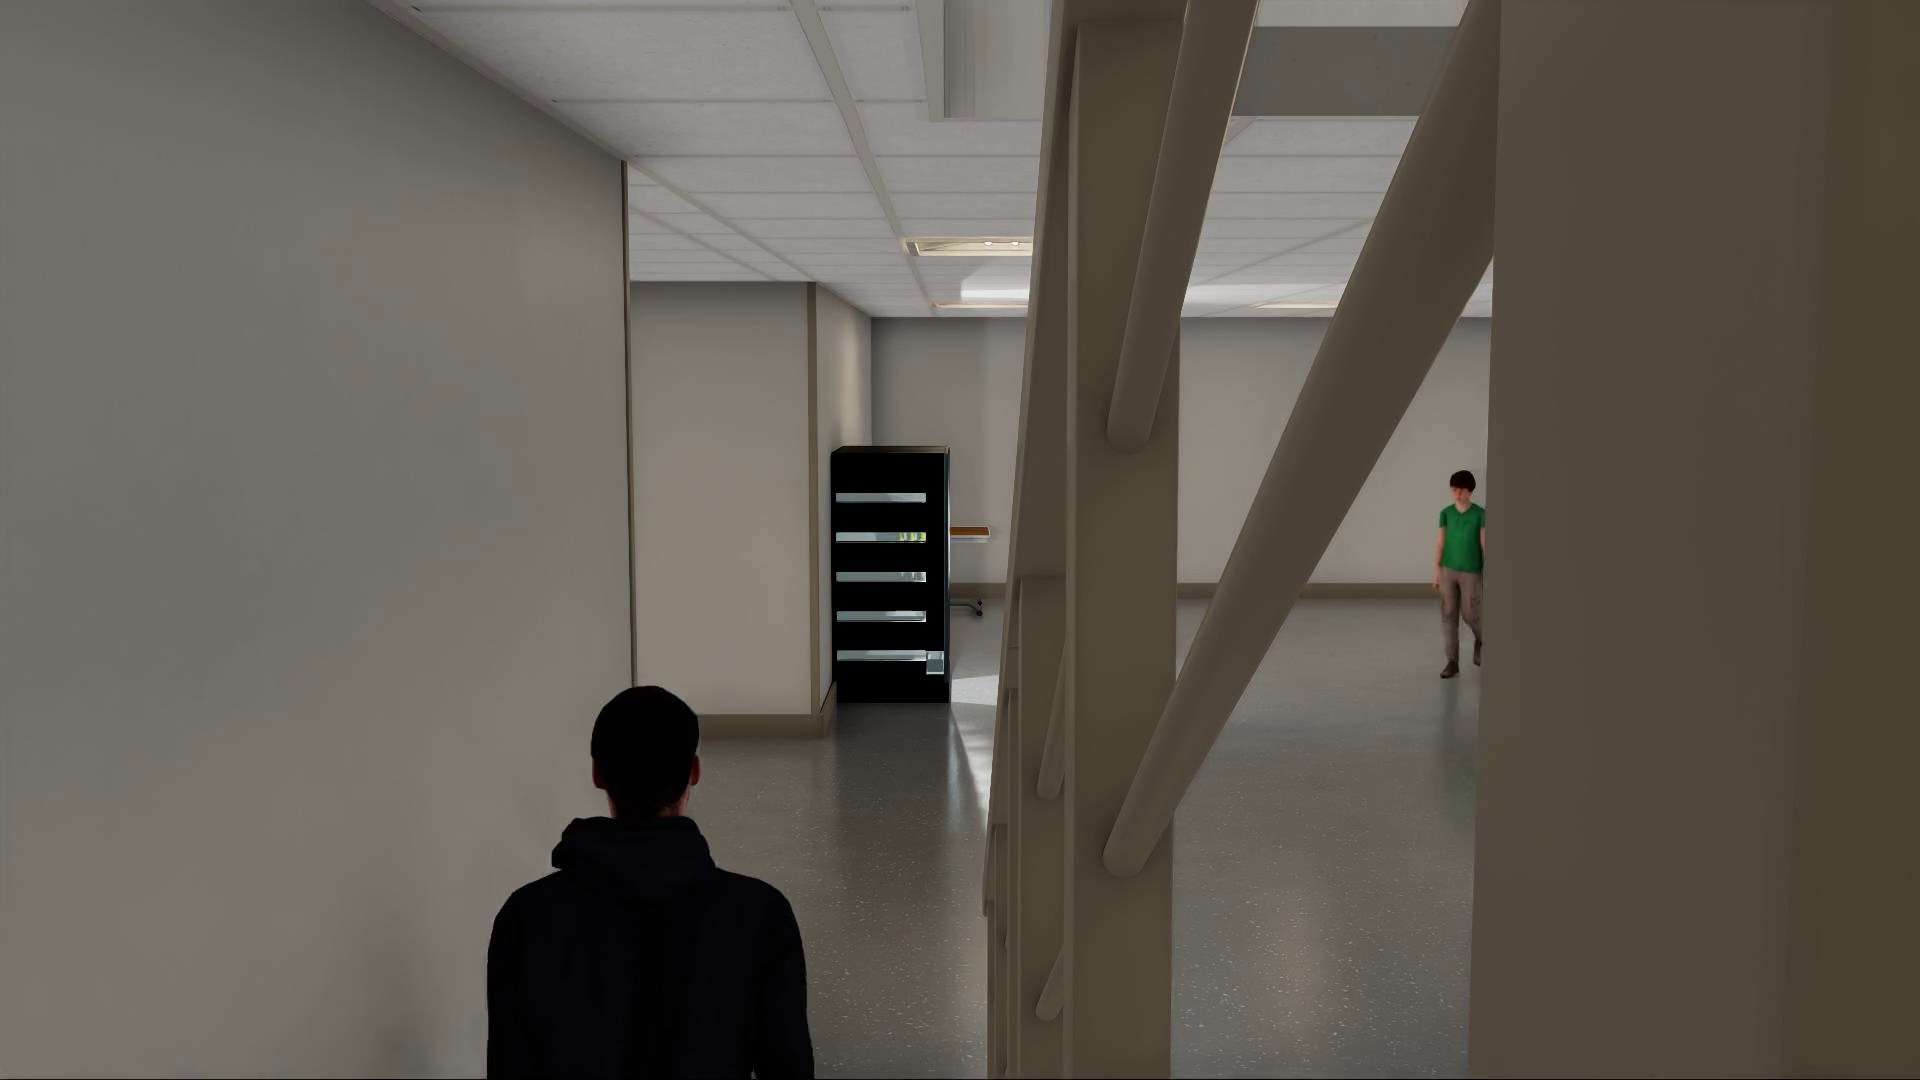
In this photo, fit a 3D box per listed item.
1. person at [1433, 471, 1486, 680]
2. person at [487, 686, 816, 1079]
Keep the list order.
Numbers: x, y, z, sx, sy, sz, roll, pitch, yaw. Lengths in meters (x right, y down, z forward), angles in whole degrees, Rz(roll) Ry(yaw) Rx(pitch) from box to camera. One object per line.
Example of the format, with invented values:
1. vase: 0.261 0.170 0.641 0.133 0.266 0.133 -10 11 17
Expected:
1. person: 3.997 0.271 13.148 0.899 1.633 1.006 4 7 37
2. person: -0.521 1.209 2.723 0.782 1.854 1.077 -1 6 -7
